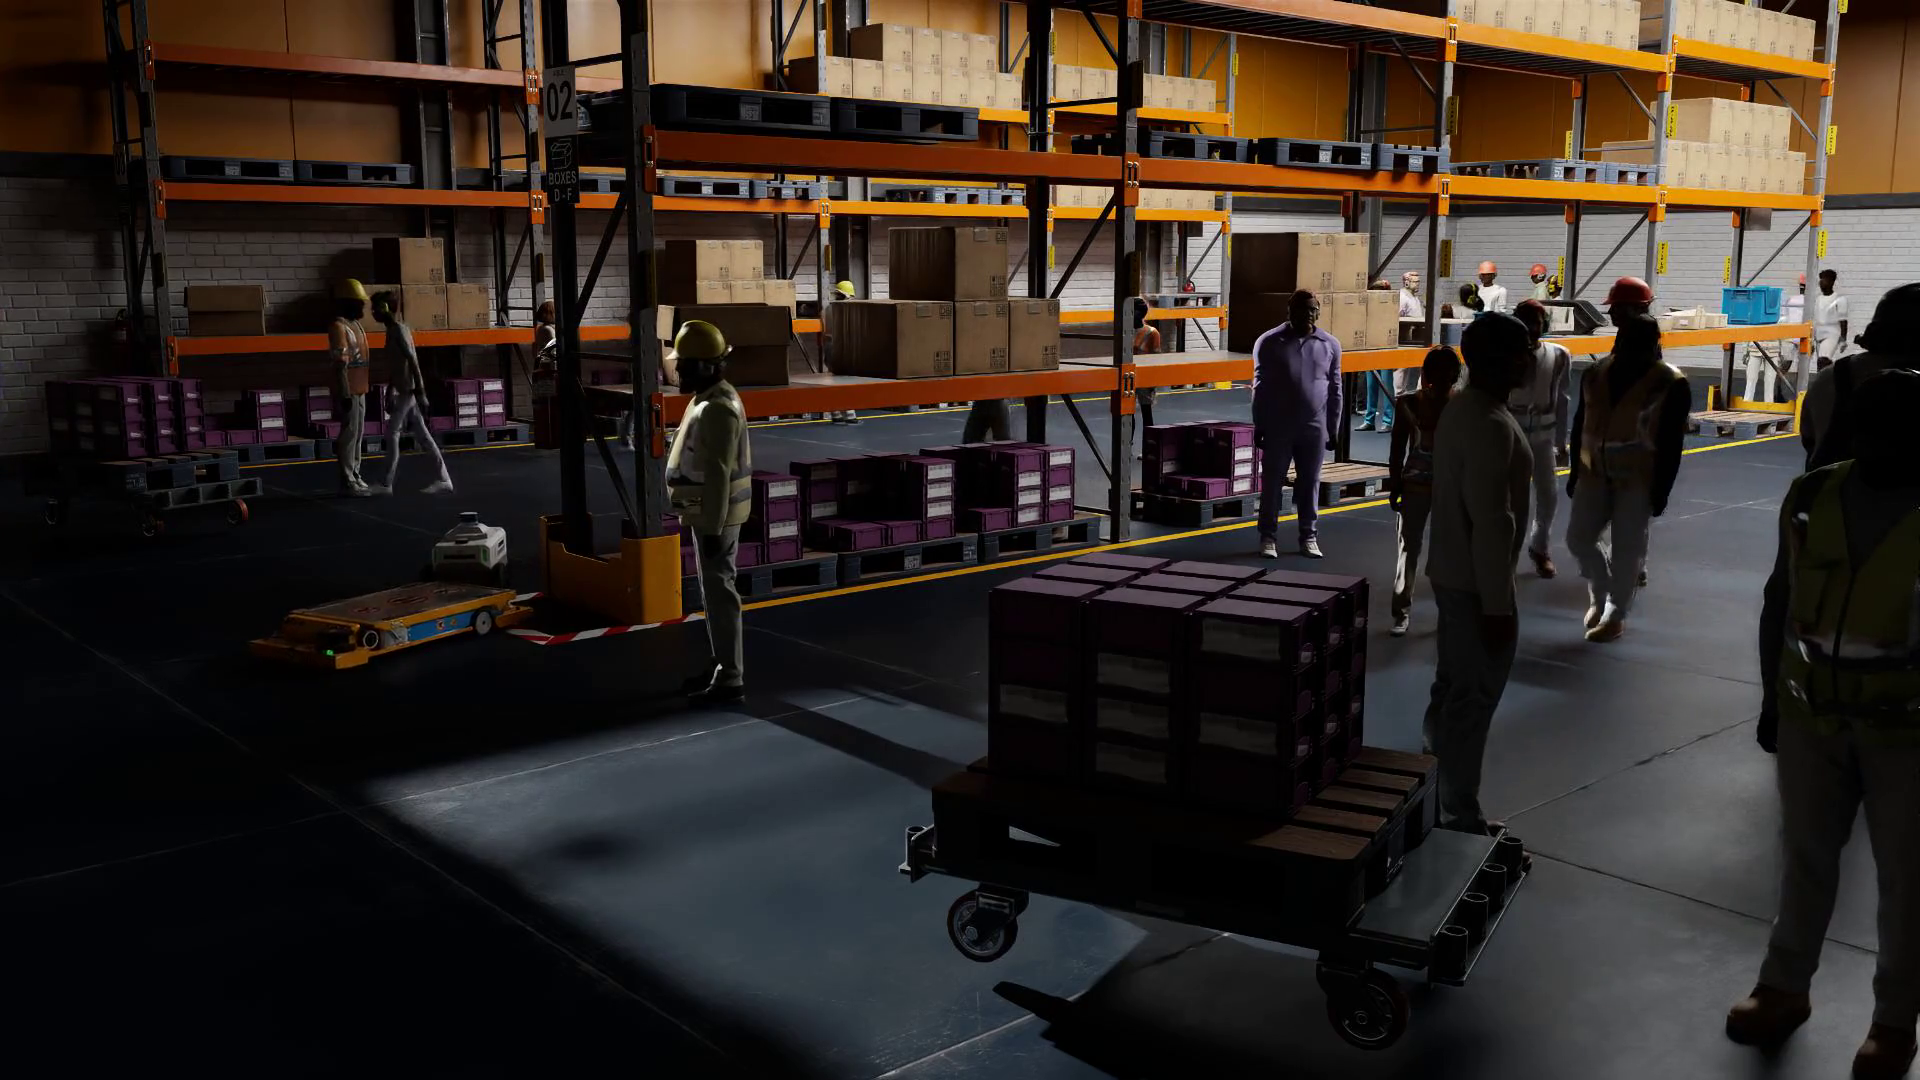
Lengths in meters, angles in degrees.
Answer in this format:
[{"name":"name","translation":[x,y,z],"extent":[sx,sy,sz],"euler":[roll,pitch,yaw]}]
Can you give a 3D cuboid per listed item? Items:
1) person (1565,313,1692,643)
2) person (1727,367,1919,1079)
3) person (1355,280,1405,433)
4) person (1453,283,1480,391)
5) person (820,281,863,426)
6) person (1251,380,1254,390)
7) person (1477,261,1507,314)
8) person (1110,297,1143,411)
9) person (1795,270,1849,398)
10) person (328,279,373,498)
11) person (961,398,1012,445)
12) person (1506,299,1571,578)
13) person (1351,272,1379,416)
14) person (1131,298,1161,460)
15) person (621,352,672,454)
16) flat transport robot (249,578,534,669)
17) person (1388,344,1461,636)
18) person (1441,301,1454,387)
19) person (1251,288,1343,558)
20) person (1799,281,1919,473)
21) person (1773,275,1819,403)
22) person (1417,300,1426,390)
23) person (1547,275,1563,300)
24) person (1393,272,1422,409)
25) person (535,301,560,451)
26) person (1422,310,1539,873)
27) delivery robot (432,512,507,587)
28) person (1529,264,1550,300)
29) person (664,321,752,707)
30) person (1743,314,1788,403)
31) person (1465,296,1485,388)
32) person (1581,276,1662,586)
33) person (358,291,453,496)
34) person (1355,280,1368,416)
[{"name":"person","translation":[3.618,-0.328,9.103],"extent":[0.432,1.823,0.653],"euler":[-8,13,-40]},{"name":"person","translation":[2.385,0.472,4.361],"extent":[0.430,1.845,0.624],"euler":[-7,12,-36]},{"name":"person","translation":[5.088,-2.208,20.061],"extent":[0.390,1.838,0.563],"euler":[-8,12,-38]},{"name":"person","translation":[5.761,-2.061,19.265],"extent":[0.898,1.829,0.523],"euler":[-9,13,-43]},{"name":"person","translation":[-1.478,-2.337,20.882],"extent":[0.602,1.818,0.406],"euler":[7,12,36]},{"name":"person","translation":[4.474,-2.939,24.143],"extent":[0.638,1.908,0.409],"euler":[9,13,42]},{"name":"person","translation":[7.956,-3.192,25.218],"extent":[0.376,2.042,0.615],"euler":[-9,13,-43]},{"name":"person","translation":[2.260,-2.708,22.562],"extent":[0.442,1.984,0.658],"euler":[-1,10,-5]},{"name":"person","translation":[12.338,-2.903,23.863],"extent":[0.966,1.919,0.615],"euler":[-2,10,-13]},{"name":"person","translation":[-5.362,-1.341,14.722],"extent":[0.375,1.925,0.595],"euler":[-1,10,-6]},{"name":"person","translation":[0.182,-1.043,13.588],"extent":[0.738,1.715,0.525],"euler":[-8,13,-40]},{"name":"person","translation":[3.675,-0.642,10.875],"extent":[0.595,1.853,0.491],"euler":[1,10,4]},{"name":"person","translation":[5.356,-2.616,22.211],"extent":[0.382,1.918,0.597],"euler":[-5,11,-25]},{"name":"person","translation":[1.851,-1.686,17.413],"extent":[0.540,1.695,0.317],"euler":[9,13,41]},{"name":"person","translation":[-3.290,-1.704,17.794],"extent":[0.812,1.590,0.521],"euler":[0,10,0]},{"name":"flat transport robot","translation":[-3.093,0.437,9.156],"extent":[0.652,0.197,1.431],"euler":[5,11,29]},{"name":"person","translation":[2.649,-0.269,9.284],"extent":[0.512,1.642,0.311],"euler":[2,10,11]},{"name":"person","translation":[5.507,-1.873,18.710],"extent":[0.486,1.619,0.532],"euler":[-2,10,-9]},{"name":"person","translation":[2.377,-0.812,11.724],"extent":[0.647,1.902,0.400],"euler":[0,10,-2]},{"name":"person","translation":[3.931,-0.096,7.102],"extent":[0.539,2.000,0.688],"euler":[-3,10,-20]},{"name":"person","translation":[12.174,-2.926,24.195],"extent":[1.005,1.889,0.563],"euler":[-8,12,-38]},{"name":"person","translation":[6.360,-2.520,22.482],"extent":[0.269,1.632,0.504],"euler":[0,10,-1]},{"name":"person","translation":[8.080,-2.659,22.620],"extent":[0.319,1.865,0.521],"euler":[7,12,35]},{"name":"person","translation":[6.250,-2.780,23.209],"extent":[0.400,1.910,0.643],"euler":[6,11,31]},{"name":"person","translation":[-4.481,-1.792,18.224],"extent":[0.279,1.633,0.501],"euler":[-6,11,-30]},{"name":"person","translation":[1.817,0.177,5.804],"extent":[0.372,1.940,0.629],"euler":[1,10,6]},{"name":"delivery robot","translation":[-3.001,0.071,10.193],"extent":[0.477,0.478,0.707],"euler":[-1,10,-6]},{"name":"person","translation":[9.762,-3.663,28.117],"extent":[0.376,1.996,0.608],"euler":[3,10,16]},{"name":"person","translation":[-1.196,-0.128,7.923],"extent":[0.403,1.823,0.593],"euler":[-2,10,-13]},{"name":"person","translation":[10.579,-2.419,21.886],"extent":[0.516,1.636,0.314],"euler":[5,11,25]},{"name":"person","translation":[6.286,-2.171,20.380],"extent":[0.540,1.655,0.873],"euler":[7,12,37]},{"name":"person","translation":[4.290,-0.694,10.739],"extent":[0.396,1.992,0.623],"euler":[1,10,3]},{"name":"person","translation":[-4.983,-1.291,14.768],"extent":[0.930,1.813,0.520],"euler":[-4,10,-22]},{"name":"person","translation":[5.321,-2.624,22.210],"extent":[0.377,1.932,0.552],"euler":[-7,12,-34]}]
